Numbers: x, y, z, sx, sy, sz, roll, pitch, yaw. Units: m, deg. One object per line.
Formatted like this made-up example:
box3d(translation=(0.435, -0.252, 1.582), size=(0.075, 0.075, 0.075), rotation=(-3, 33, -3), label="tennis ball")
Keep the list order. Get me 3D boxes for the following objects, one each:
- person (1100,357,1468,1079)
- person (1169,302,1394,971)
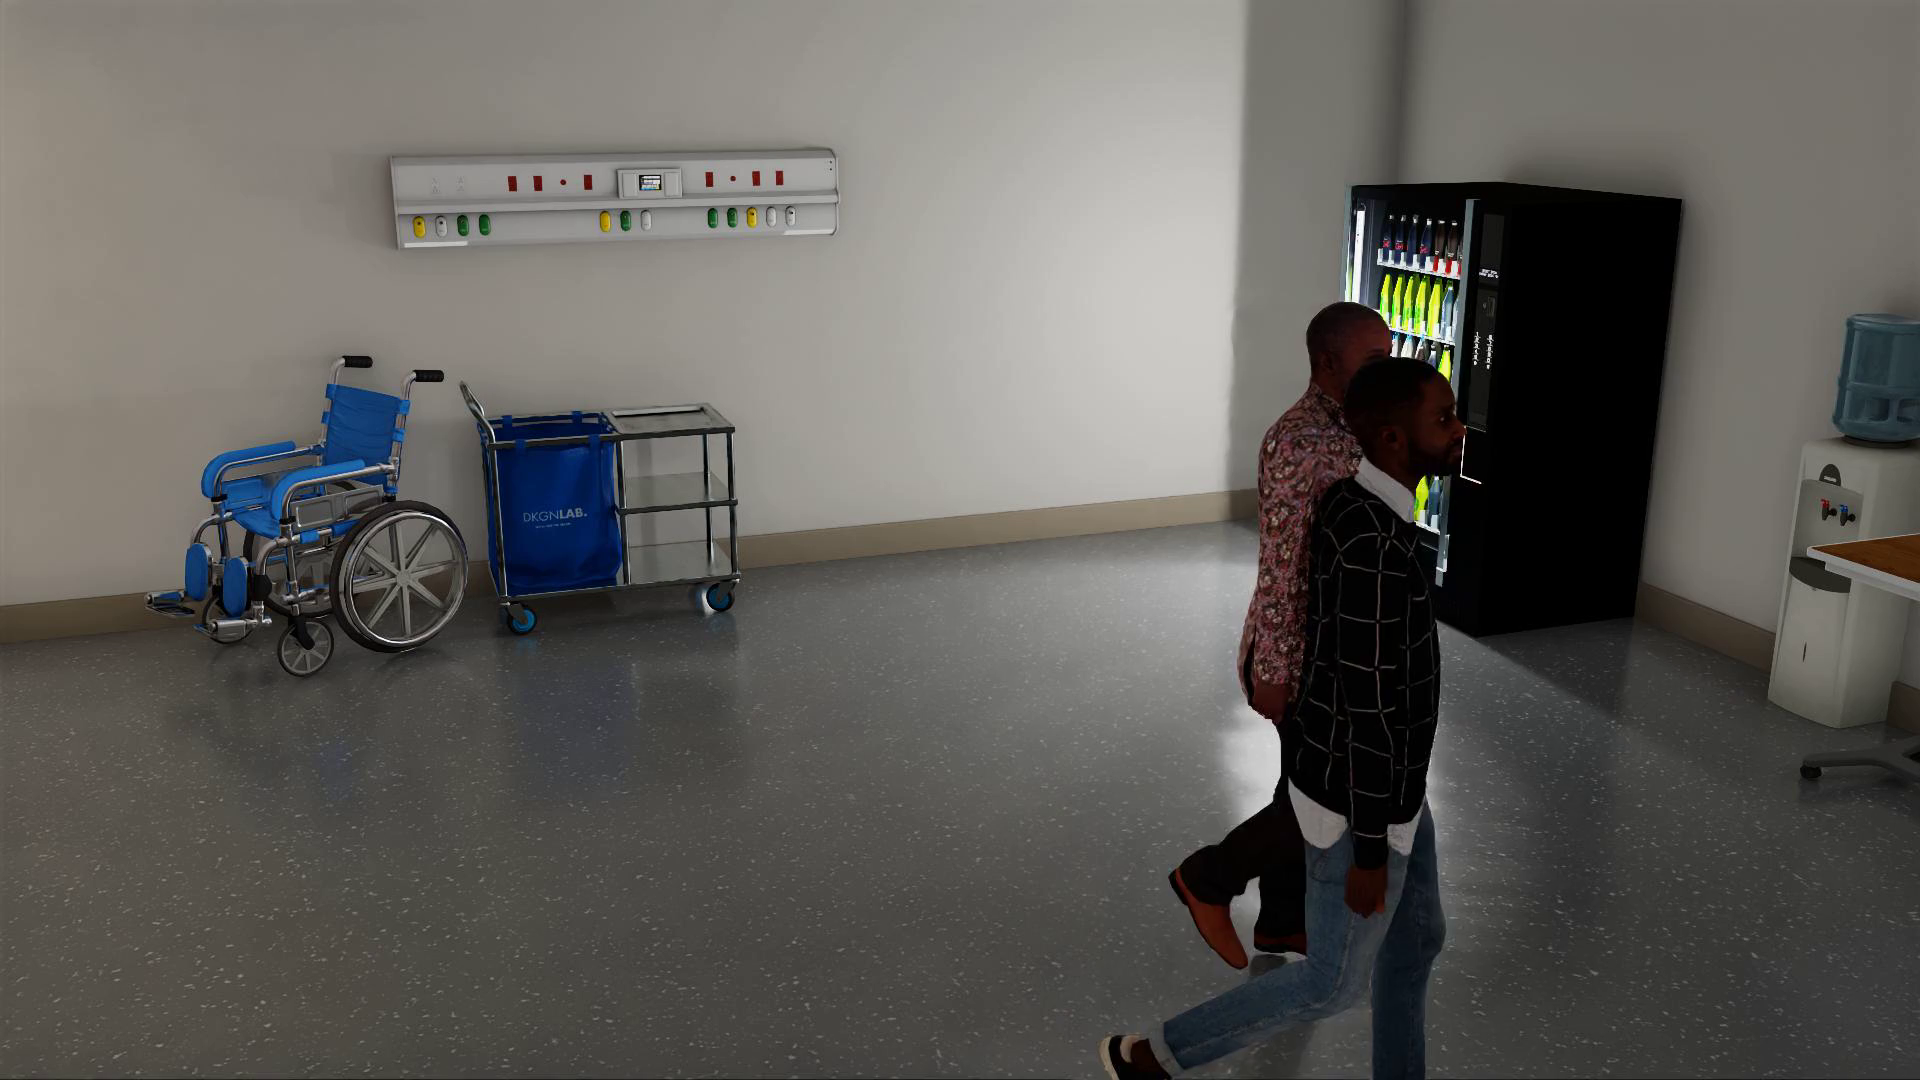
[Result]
box3d(translation=(0.731, 0.526, 3.452), size=(1.112, 1.793, 1.183), rotation=(3, 16, 10), label="person")
box3d(translation=(0.827, 0.275, 4.344), size=(0.936, 1.791, 0.876), rotation=(8, 18, 27), label="person")
